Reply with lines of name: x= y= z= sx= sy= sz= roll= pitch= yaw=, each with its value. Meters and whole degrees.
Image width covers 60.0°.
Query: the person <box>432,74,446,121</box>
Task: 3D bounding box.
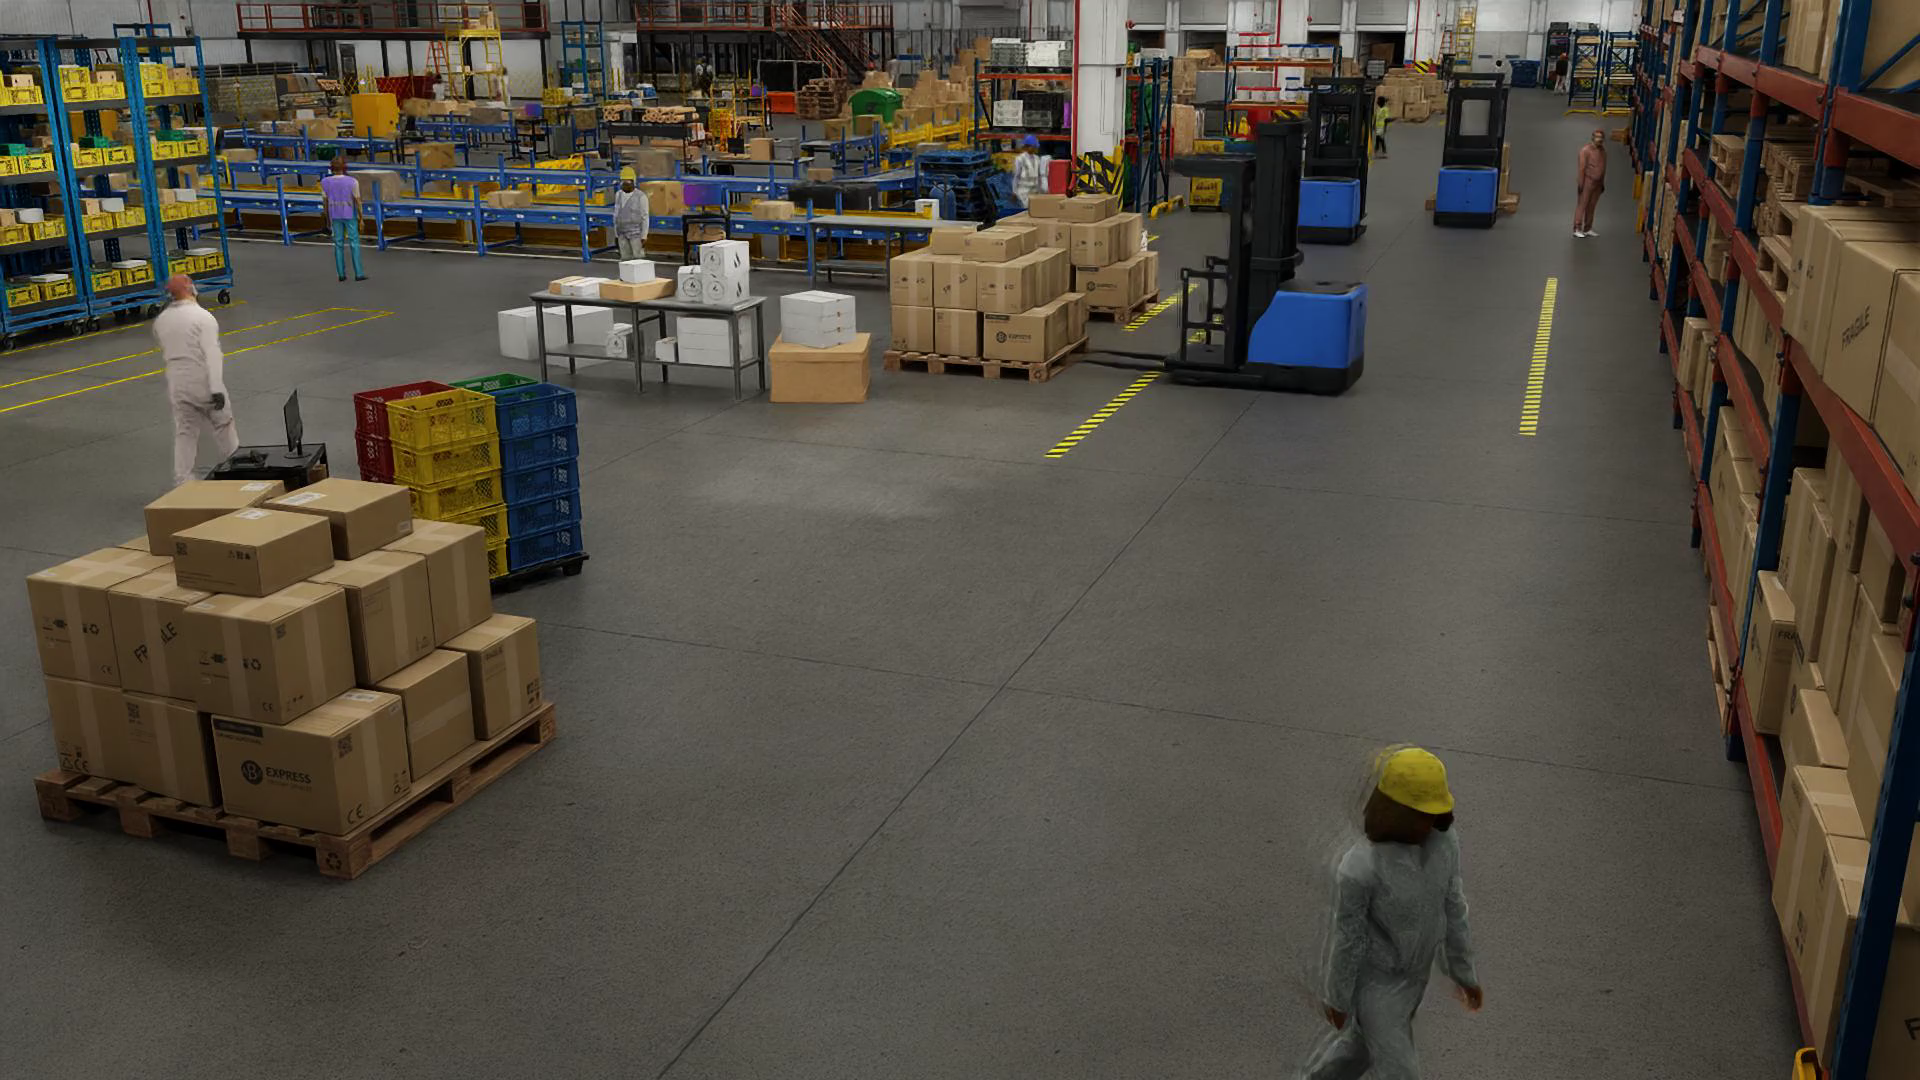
person: x=-17.863 y=-15.031 z=57.064 sx=0.526 sy=1.855 sz=0.508 roll=12 pitch=21 yaw=33

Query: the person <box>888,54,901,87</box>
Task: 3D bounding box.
person: x=-3.231 y=-23.057 z=82.228 sx=0.644 sy=1.890 sz=1.051 roll=2 pitch=18 yaw=7

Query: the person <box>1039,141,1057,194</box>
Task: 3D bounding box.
person: x=1.664 y=-6.472 z=30.466 sx=0.862 sy=1.644 sz=0.547 roll=-9 pitch=20 yaw=-27

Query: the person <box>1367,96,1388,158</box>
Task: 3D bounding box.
person: x=11.501 y=-11.355 z=45.796 sx=0.749 sy=1.666 sz=0.541 roll=-2 pitch=18 yaw=-6

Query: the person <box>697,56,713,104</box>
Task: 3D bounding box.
person: x=-11.179 y=-20.179 z=72.924 sx=0.683 sy=2.000 sz=0.538 roll=-3 pitch=18 yaw=-10

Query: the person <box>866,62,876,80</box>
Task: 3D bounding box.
person: x=-3.554 y=-18.470 z=67.741 sx=0.582 sy=1.914 sz=0.649 roll=-12 pitch=21 yaw=-32

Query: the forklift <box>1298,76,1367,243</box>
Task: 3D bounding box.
forklift: x=6.598 y=-6.755 z=29.381 sx=1.129 sy=2.768 sz=1.873 roll=6 pitch=19 yaw=19

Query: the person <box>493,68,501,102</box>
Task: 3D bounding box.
person: x=-18.128 y=-17.713 z=65.638 sx=0.523 sy=1.759 sz=0.342 roll=-2 pitch=18 yaw=-7

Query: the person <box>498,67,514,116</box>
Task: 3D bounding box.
person: x=-17.661 y=-17.333 z=64.273 sx=0.728 sy=1.862 sz=0.575 roll=7 pitch=19 yaw=20

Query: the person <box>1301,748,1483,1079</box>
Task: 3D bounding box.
person: x=1.429 y=1.447 z=5.527 sx=0.500 sy=1.701 sz=0.889 roll=-13 pitch=22 yaw=-35

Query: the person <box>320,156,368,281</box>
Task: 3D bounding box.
person: x=-9.229 y=-4.803 z=24.920 sx=0.569 sy=1.847 sz=0.377 roll=-1 pitch=18 yaw=-2

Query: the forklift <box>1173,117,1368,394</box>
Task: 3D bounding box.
forklift: x=3.403 y=-3.090 z=17.865 sx=1.873 sy=2.768 sz=1.129 roll=8 pitch=19 yaw=23

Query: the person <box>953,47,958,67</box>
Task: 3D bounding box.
person: x=-0.154 y=-26.349 z=92.396 sx=0.613 sy=1.987 sz=0.403 roll=11 pitch=20 yaw=30

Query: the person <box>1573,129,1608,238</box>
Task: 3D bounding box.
person: x=11.334 y=-6.385 z=29.804 sx=0.644 sy=1.904 sz=0.399 roll=-9 pitch=20 yaw=-27

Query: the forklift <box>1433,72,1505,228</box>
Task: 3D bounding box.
forklift: x=9.687 y=-7.415 z=31.455 sx=1.129 sy=2.768 sz=1.873 roll=6 pitch=19 yaw=19

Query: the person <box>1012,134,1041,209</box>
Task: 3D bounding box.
person: x=1.118 y=-6.073 z=28.841 sx=0.968 sy=1.904 sz=0.615 roll=14 pitch=23 yaw=38

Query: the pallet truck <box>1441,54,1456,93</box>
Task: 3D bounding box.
pallet truck: x=22.765 y=-21.886 z=78.355 sx=0.823 sy=1.965 sz=1.885 roll=-4 pitch=18 yaw=-14

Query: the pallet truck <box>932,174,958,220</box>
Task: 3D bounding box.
pallet truck: x=-0.507 y=-5.292 z=27.348 sx=0.653 sy=1.274 sz=1.630 roll=6 pitch=19 yaw=19

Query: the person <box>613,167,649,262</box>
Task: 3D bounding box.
person: x=-4.638 y=-4.308 z=23.391 sx=0.590 sy=1.834 sz=0.404 roll=9 pitch=20 yaw=27

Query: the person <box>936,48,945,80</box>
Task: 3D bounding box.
person: x=-1.128 y=-27.372 z=95.750 sx=0.607 sy=1.901 sz=0.970 roll=-2 pitch=18 yaw=-8

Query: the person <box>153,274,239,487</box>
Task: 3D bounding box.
person: x=-6.288 y=-1.270 z=13.838 sx=0.716 sy=1.841 sz=0.959 roll=5 pitch=18 yaw=15

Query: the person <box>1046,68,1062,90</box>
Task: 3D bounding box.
person: x=4.170 y=-20.370 z=73.606 sx=0.651 sy=1.976 sz=1.061 roll=8 pitch=19 yaw=24

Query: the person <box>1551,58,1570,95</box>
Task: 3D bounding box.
person: x=29.206 y=-22.480 z=80.495 sx=0.927 sy=1.842 sz=0.581 roll=10 pitch=20 yaw=30

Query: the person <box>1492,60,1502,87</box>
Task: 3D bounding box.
person: x=23.867 y=-20.404 z=73.978 sx=0.432 sy=1.835 sz=0.619 roll=4 pitch=18 yaw=13

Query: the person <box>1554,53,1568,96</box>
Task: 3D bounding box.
person: x=28.826 y=-22.316 z=79.708 sx=0.608 sy=1.996 sz=0.379 roll=-3 pitch=18 yaw=-8

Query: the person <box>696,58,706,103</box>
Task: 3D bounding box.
person: x=-11.528 y=-20.332 z=73.626 sx=0.557 sy=1.902 sz=0.593 roll=-4 pitch=18 yaw=-12
